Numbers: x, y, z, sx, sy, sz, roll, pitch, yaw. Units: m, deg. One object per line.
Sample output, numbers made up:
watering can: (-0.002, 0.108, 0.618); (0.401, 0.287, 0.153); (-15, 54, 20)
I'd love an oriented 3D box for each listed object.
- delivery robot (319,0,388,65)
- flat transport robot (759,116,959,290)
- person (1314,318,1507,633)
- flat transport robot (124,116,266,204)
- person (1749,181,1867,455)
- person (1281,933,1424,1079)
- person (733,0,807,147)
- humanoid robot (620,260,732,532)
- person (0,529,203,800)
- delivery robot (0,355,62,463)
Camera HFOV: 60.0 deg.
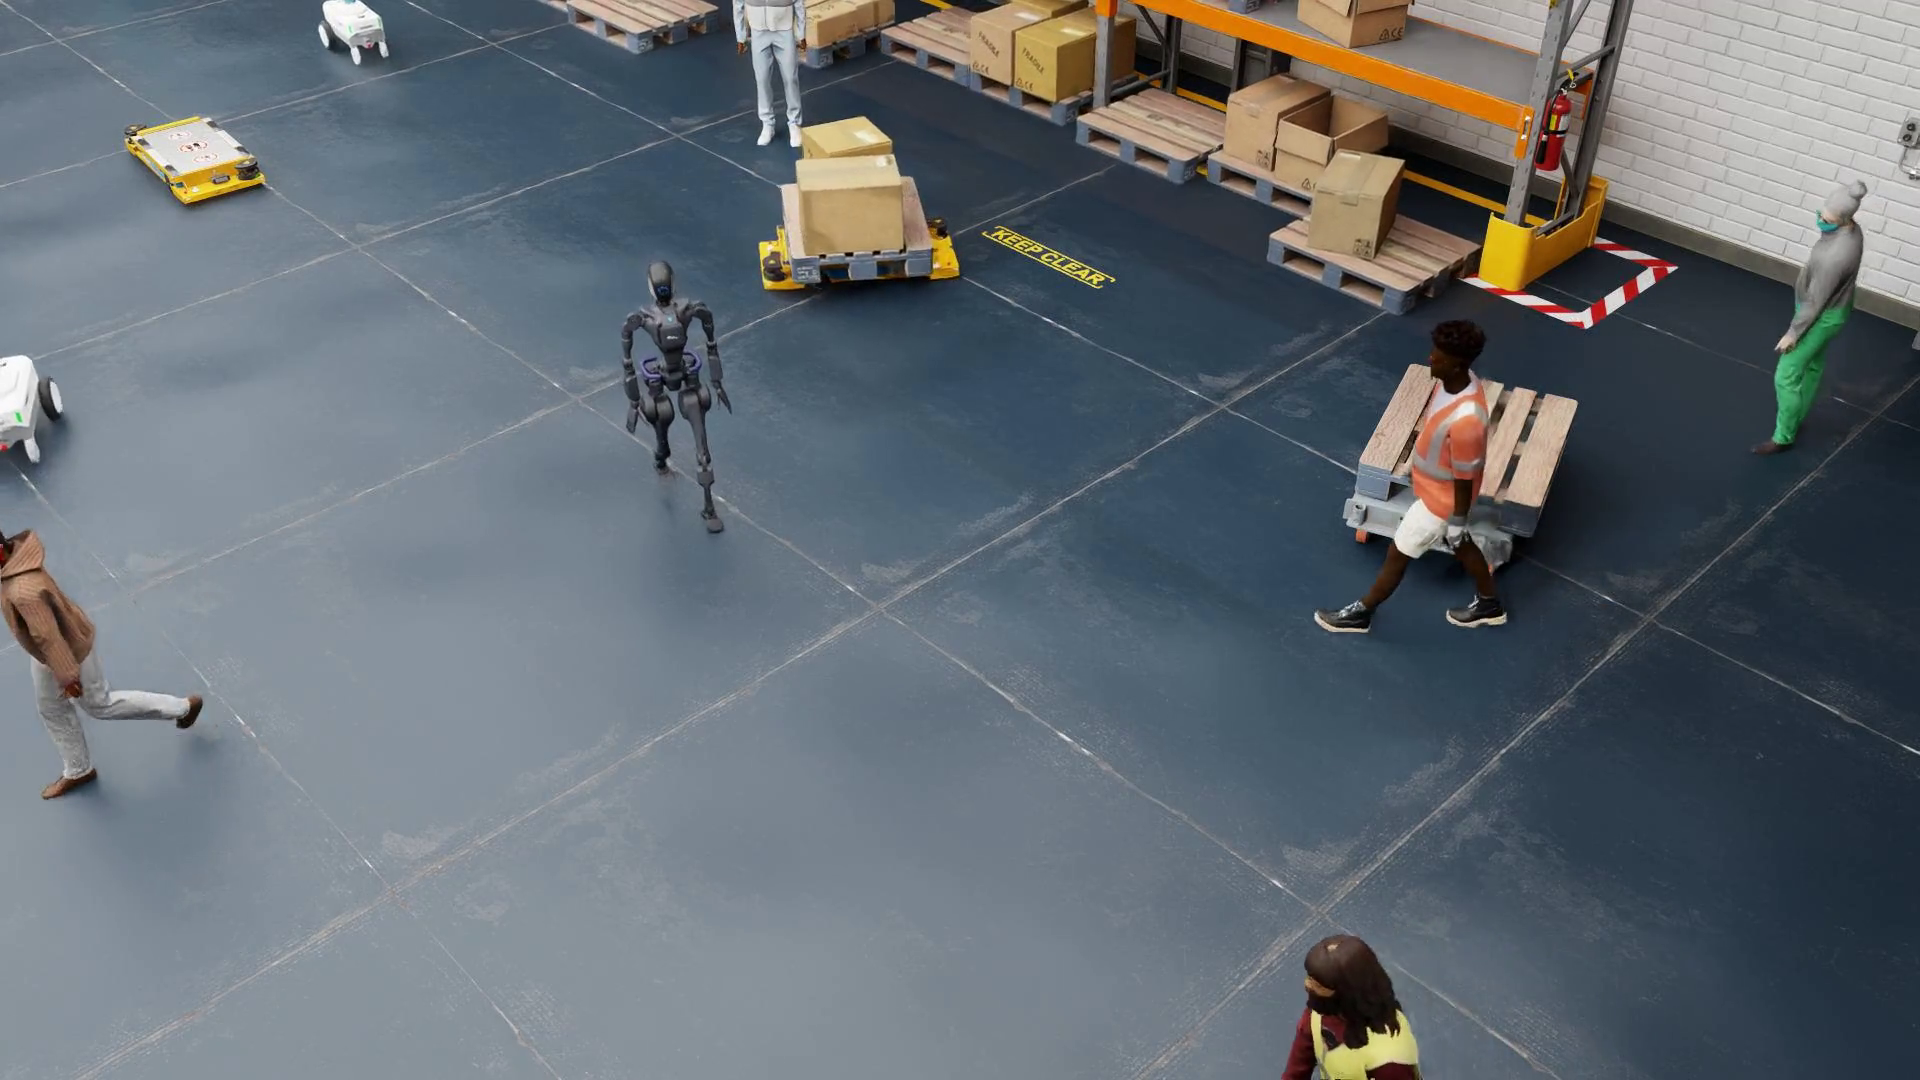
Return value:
delivery robot: (-5.748, -4.877, 15.765); (0.499, 0.609, 0.797); (-24, 43, -29)
flat transport robot: (-0.758, -2.125, 12.347); (1.431, 0.231, 0.659); (-5, 37, -7)
person: (2.500, -0.288, 8.558); (1.026, 1.913, 0.625); (6, 38, 8)
flat transport robot: (-6.335, -3.169, 13.728); (0.659, 0.231, 1.431); (-26, 44, -30)
person: (5.216, -1.397, 10.100); (0.338, 1.833, 0.690); (23, 43, 28)
person: (1.320, 1.959, 5.746); (0.963, 1.697, 0.479); (-8, 38, -10)
person: (-1.562, -4.205, 13.745); (0.601, 1.906, 0.414); (1, 37, 1)
humanoid robot: (-1.643, -0.875, 9.571); (0.616, 1.635, 0.794); (-14, 39, -18)
person: (-4.114, 0.489, 7.779); (0.737, 1.610, 0.470); (-29, 45, -32)
delivery robot: (-5.978, -0.850, 10.396); (0.499, 0.564, 0.744); (-11, 39, -15)
